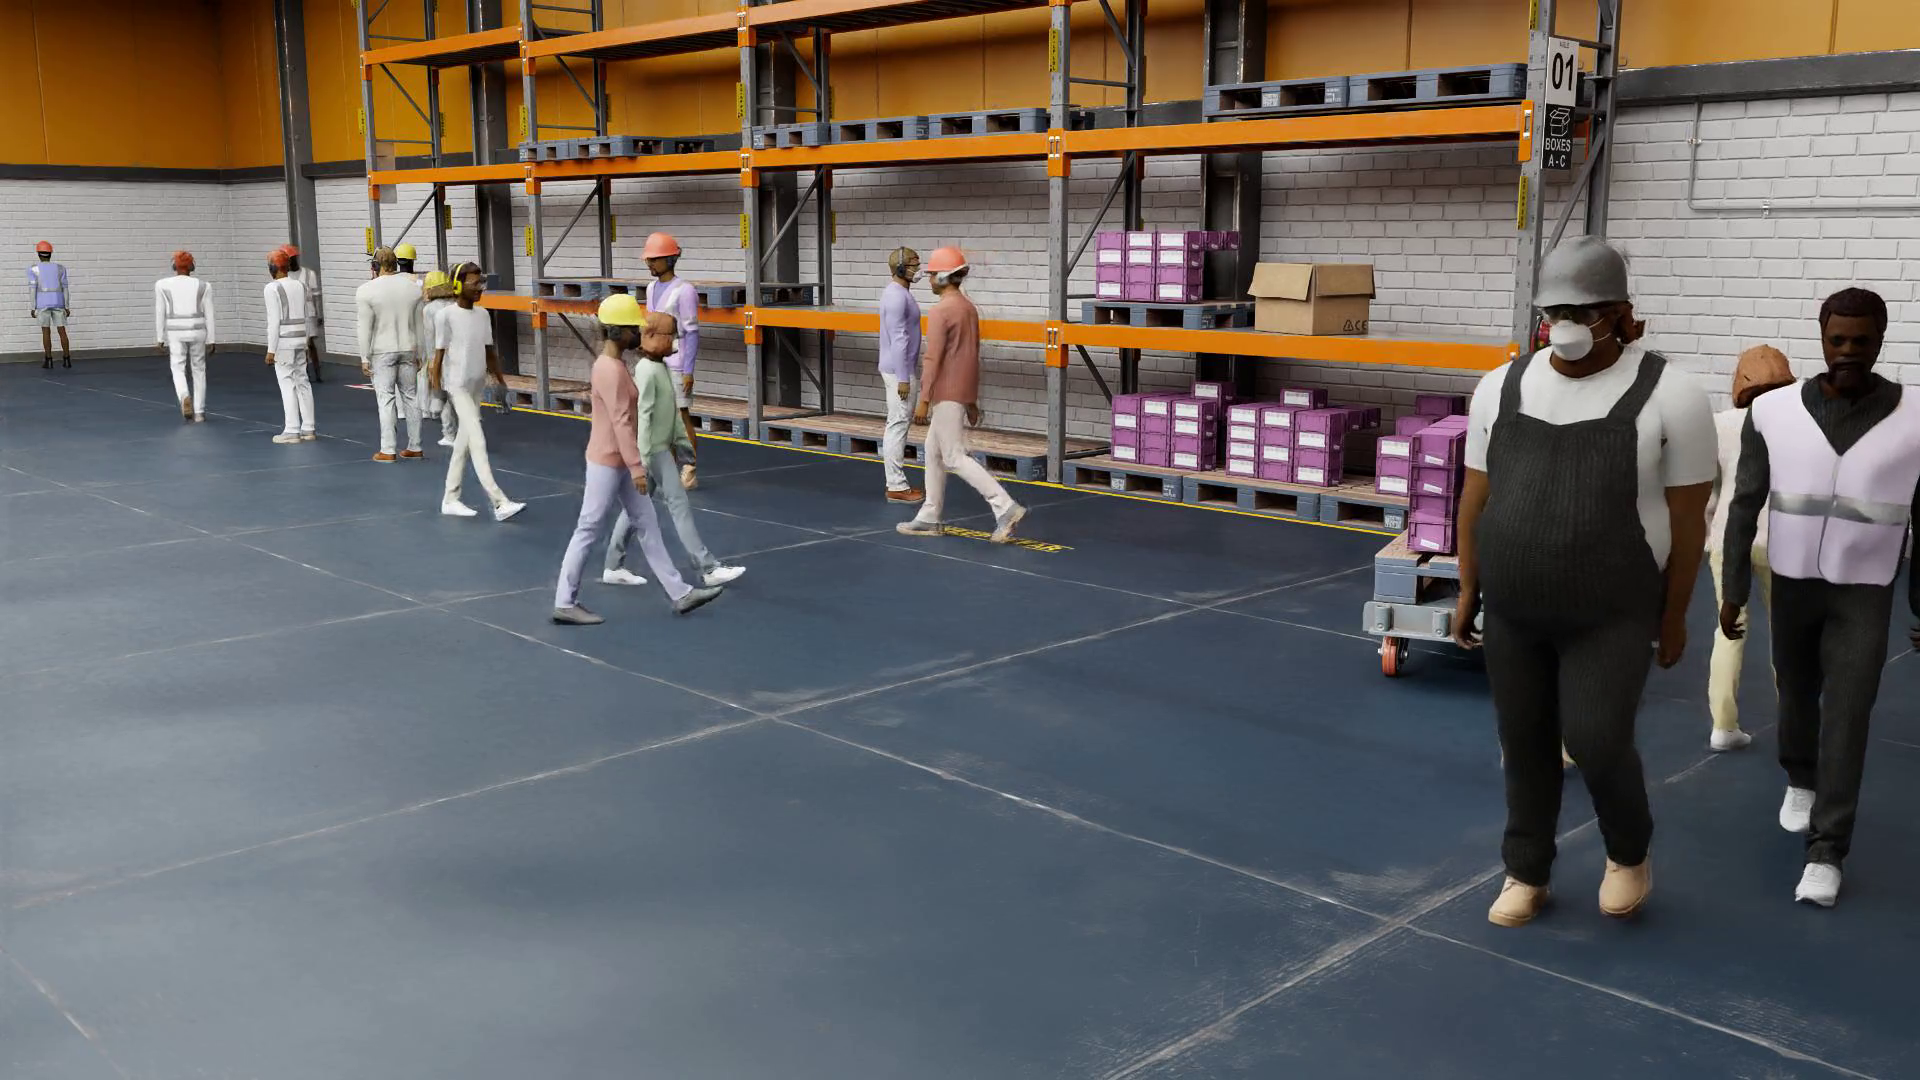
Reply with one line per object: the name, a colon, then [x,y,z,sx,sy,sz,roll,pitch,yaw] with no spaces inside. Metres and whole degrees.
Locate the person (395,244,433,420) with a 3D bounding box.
person: [-6.054,-2.281,18.290,0.594,1.926,0.367,-1,10,-5]

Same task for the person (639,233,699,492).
person: [-2.310,-1.384,13.093,0.396,2.038,0.615,-10,14,-42]

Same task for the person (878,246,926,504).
person: [-0.436,-1.250,12.639,0.368,1.939,0.633,0,10,-2]

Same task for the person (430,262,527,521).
person: [-3.409,-1.041,11.815,0.945,1.827,0.552,5,11,23]

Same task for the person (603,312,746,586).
person: [-1.690,-0.508,9.543,0.852,1.586,0.514,0,10,-2]

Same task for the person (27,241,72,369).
person: [-13.891,-3.584,25.370,0.548,1.936,0.378,-8,13,-39]

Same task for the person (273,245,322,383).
person: [-8.978,-3.047,22.555,0.558,1.890,0.580,-3,11,-13]

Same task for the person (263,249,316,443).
person: [-6.580,-1.892,16.291,0.337,1.882,0.584,3,11,15]

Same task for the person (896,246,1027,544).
person: [0.009,-0.953,10.977,0.922,1.963,0.615,4,11,19]

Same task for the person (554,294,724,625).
person: [-1.713,-0.405,8.616,0.908,1.713,0.546,-1,10,-6]

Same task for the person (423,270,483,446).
person: [-4.802,-1.702,15.761,0.491,1.703,0.794,-8,13,-37]

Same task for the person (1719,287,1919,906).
person: [2.788,0.129,5.333,0.617,1.870,1.016,7,12,32]

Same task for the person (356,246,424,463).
person: [-5.071,-1.651,14.866,0.622,1.932,0.367,-10,15,-44]

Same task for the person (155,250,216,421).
person: [-8.335,-2.185,17.940,0.592,1.866,0.669,-5,12,-25]

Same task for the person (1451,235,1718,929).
person: [1.728,0.140,4.780,0.687,2.000,0.538,10,14,42]

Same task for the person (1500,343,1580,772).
person: [2.228,0.055,6.205,0.384,1.680,0.551,-5,12,-25]

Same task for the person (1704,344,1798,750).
person: [3.230,0.018,6.657,0.552,1.589,0.776,9,14,41]
